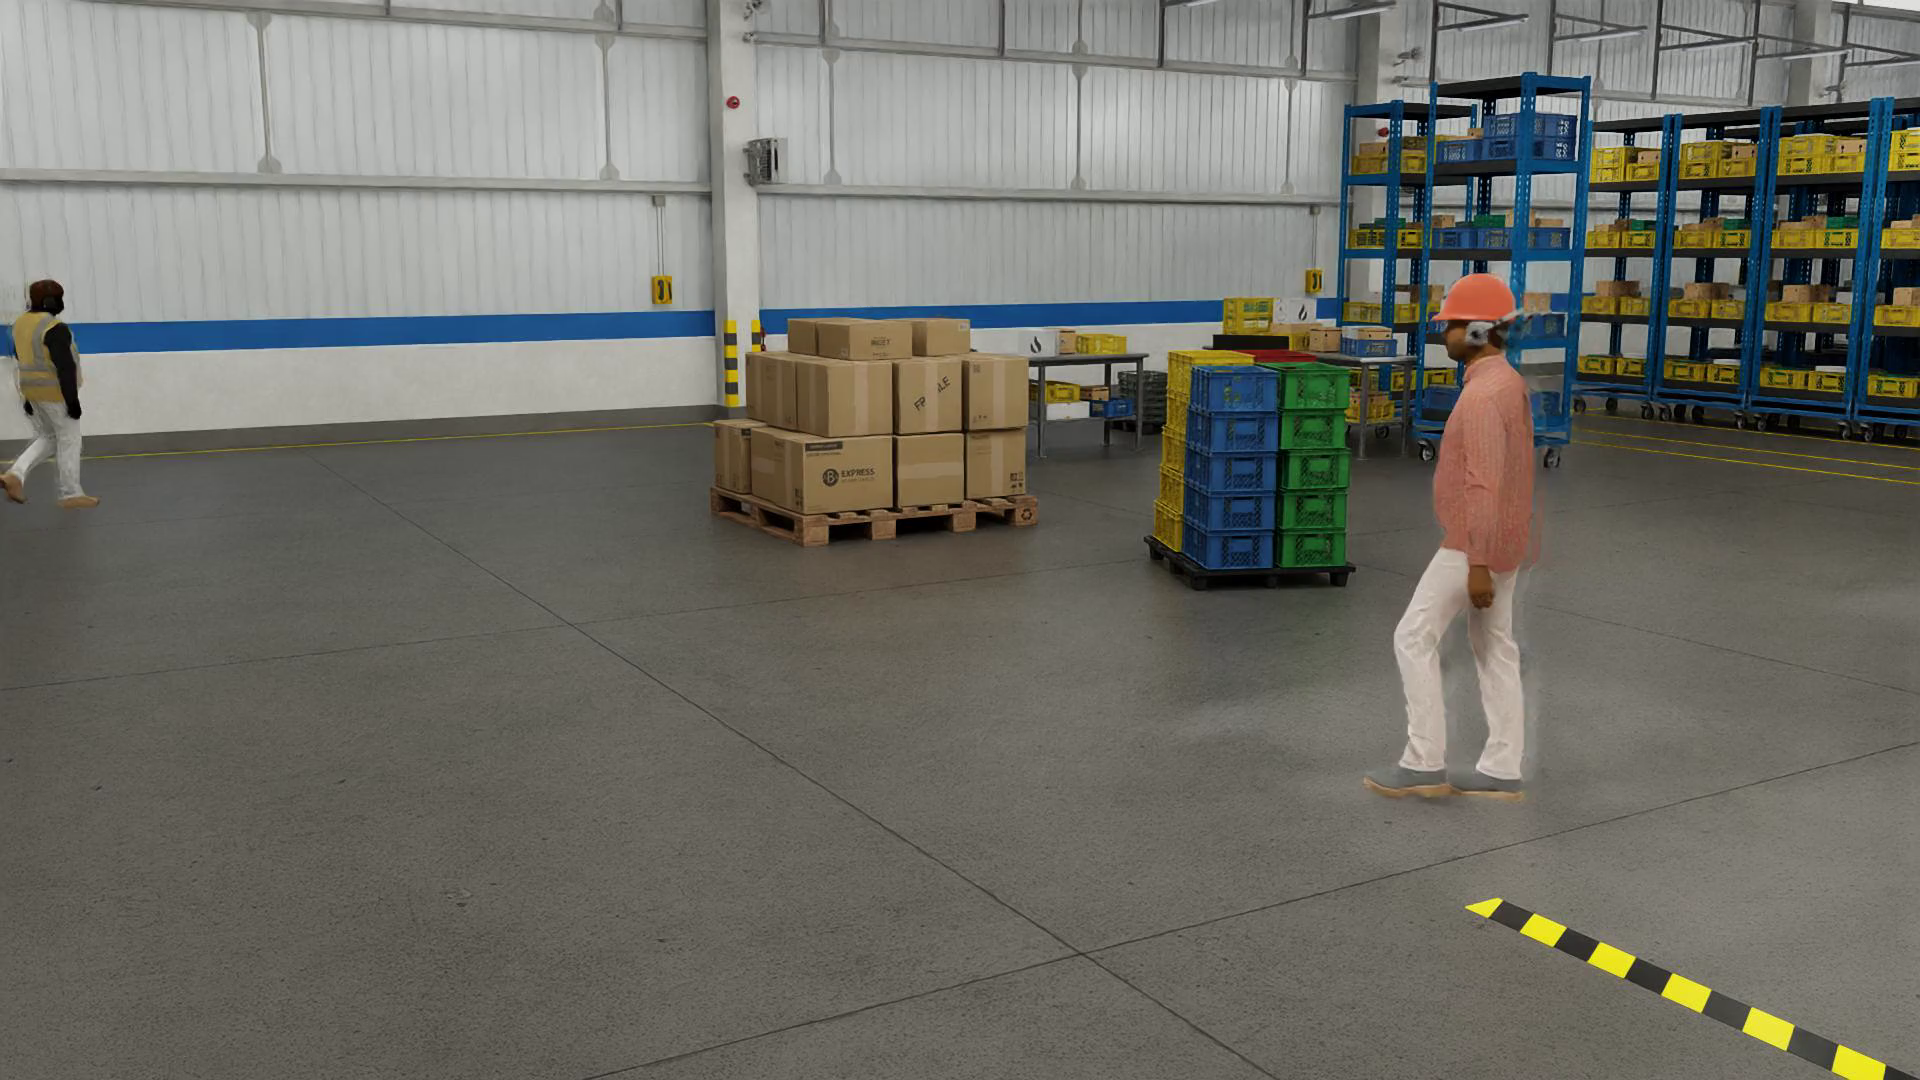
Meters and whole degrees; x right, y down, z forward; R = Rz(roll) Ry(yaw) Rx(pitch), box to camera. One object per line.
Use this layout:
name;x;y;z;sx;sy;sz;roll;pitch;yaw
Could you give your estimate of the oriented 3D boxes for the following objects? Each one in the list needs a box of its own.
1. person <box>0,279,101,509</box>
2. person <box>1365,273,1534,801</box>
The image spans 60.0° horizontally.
person;-7.183;-1.126;13.049;0.633;1.823;0.600;7;12;35
person;1.830;0.004;6.219;0.710;1.972;0.617;6;12;30
